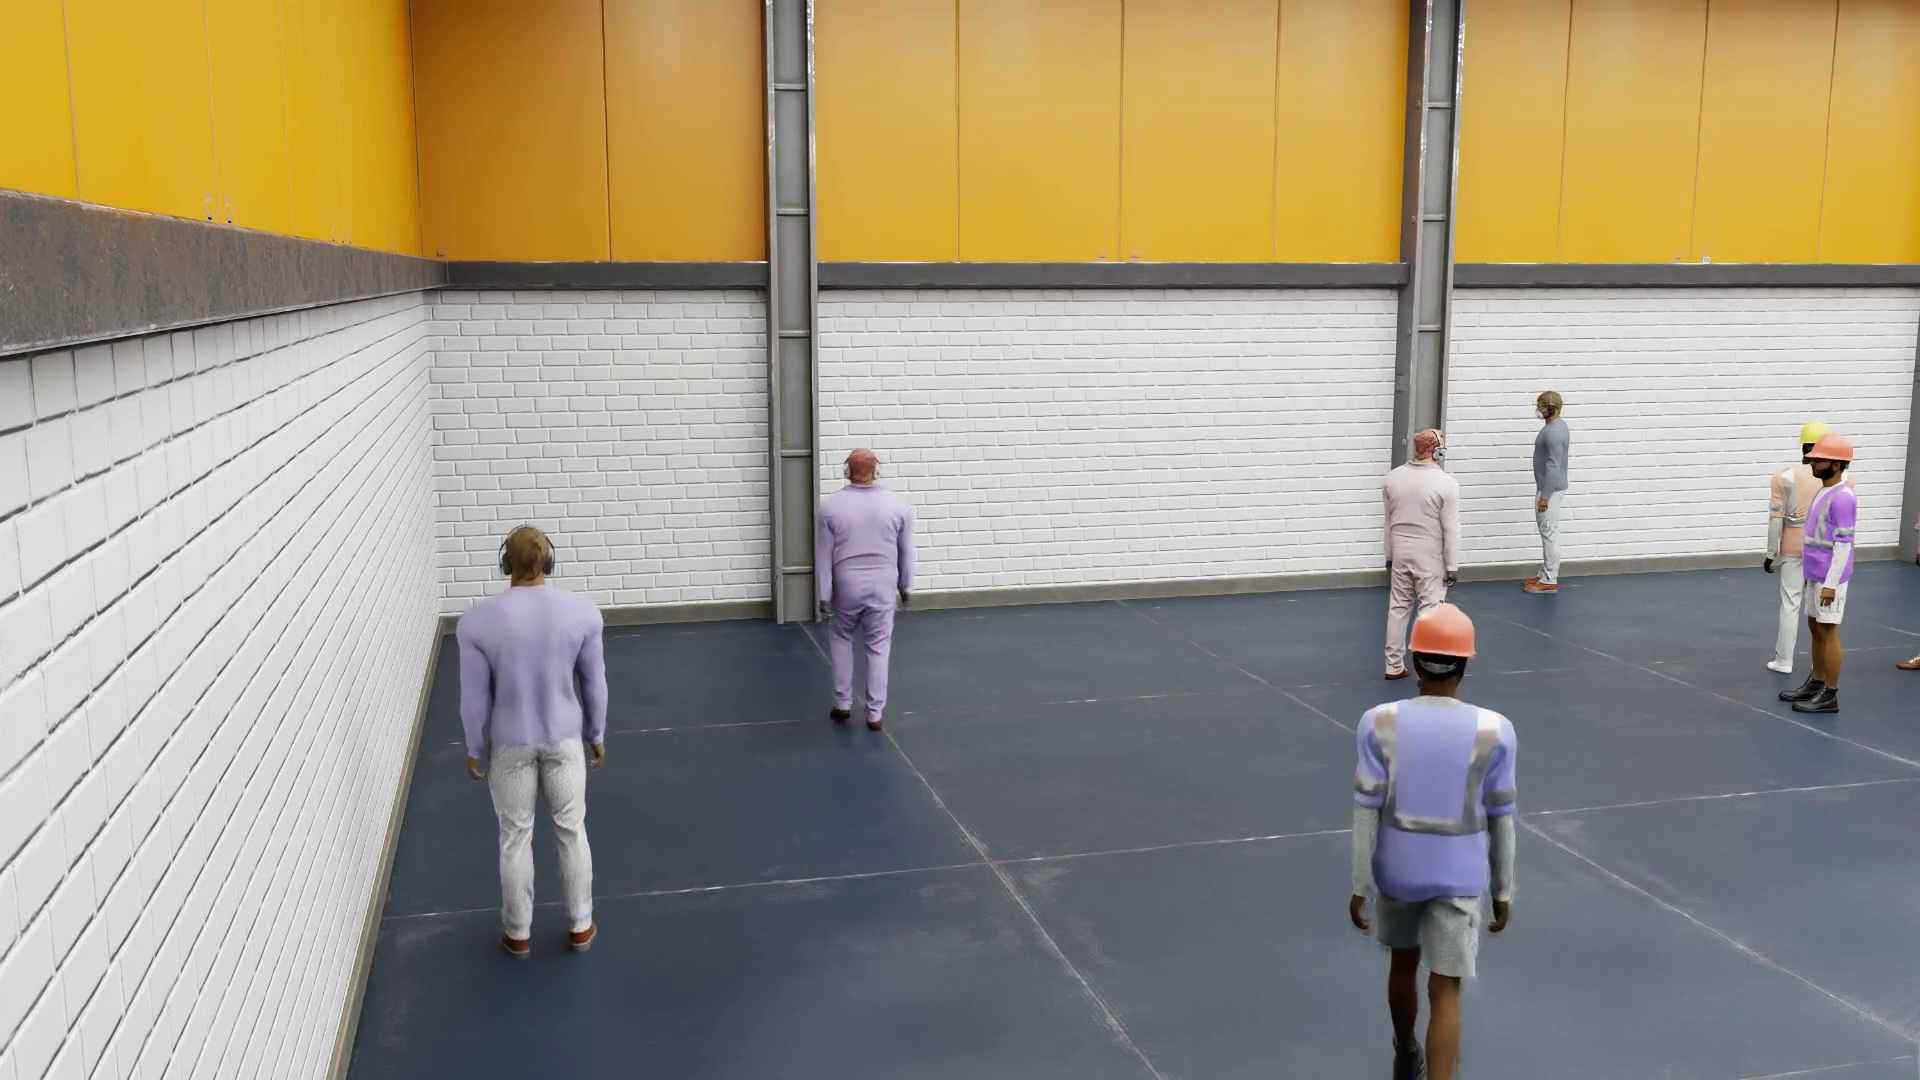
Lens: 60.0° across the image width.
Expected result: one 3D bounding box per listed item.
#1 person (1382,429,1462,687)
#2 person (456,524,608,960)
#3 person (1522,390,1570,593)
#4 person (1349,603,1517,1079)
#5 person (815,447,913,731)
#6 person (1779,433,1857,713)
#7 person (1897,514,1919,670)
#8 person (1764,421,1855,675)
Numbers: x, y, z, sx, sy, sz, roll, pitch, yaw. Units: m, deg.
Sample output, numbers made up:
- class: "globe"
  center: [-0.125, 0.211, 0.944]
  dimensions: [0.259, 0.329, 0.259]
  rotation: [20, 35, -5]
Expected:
- class: "person"
  center: [3.413, 0.132, 12.250]
  dimensions: [0.399, 1.902, 0.646]
  rotation: [-7, 12, -39]
- class: "person"
  center: [-1.877, 0.892, 7.376]
  dimensions: [0.635, 1.936, 0.355]
  rotation: [-3, 10, -19]
- class: "person"
  center: [5.585, -0.460, 15.813]
  dimensions: [0.372, 1.939, 0.631]
  rotation: [3, 10, 19]
- class: "person"
  center: [1.642, 1.169, 5.809]
  dimensions: [0.549, 1.893, 0.967]
  rotation: [3, 10, 19]
- class: "person"
  center: [-0.649, 0.311, 11.161]
  dimensions: [0.660, 1.889, 0.619]
  rotation: [-1, 9, -9]
- class: "person"
  center: [5.965, 0.228, 11.505]
  dimensions: [0.353, 1.942, 0.544]
  rotation: [2, 9, 12]
- class: "person"
  center: [7.365, 0.098, 12.434]
  dimensions: [0.403, 1.903, 0.652]
  rotation: [-1, 9, -3]
- class: "person"
  center: [6.383, 0.069, 12.541]
  dimensions: [0.585, 1.928, 0.368]
  rotation: [2, 9, 12]
